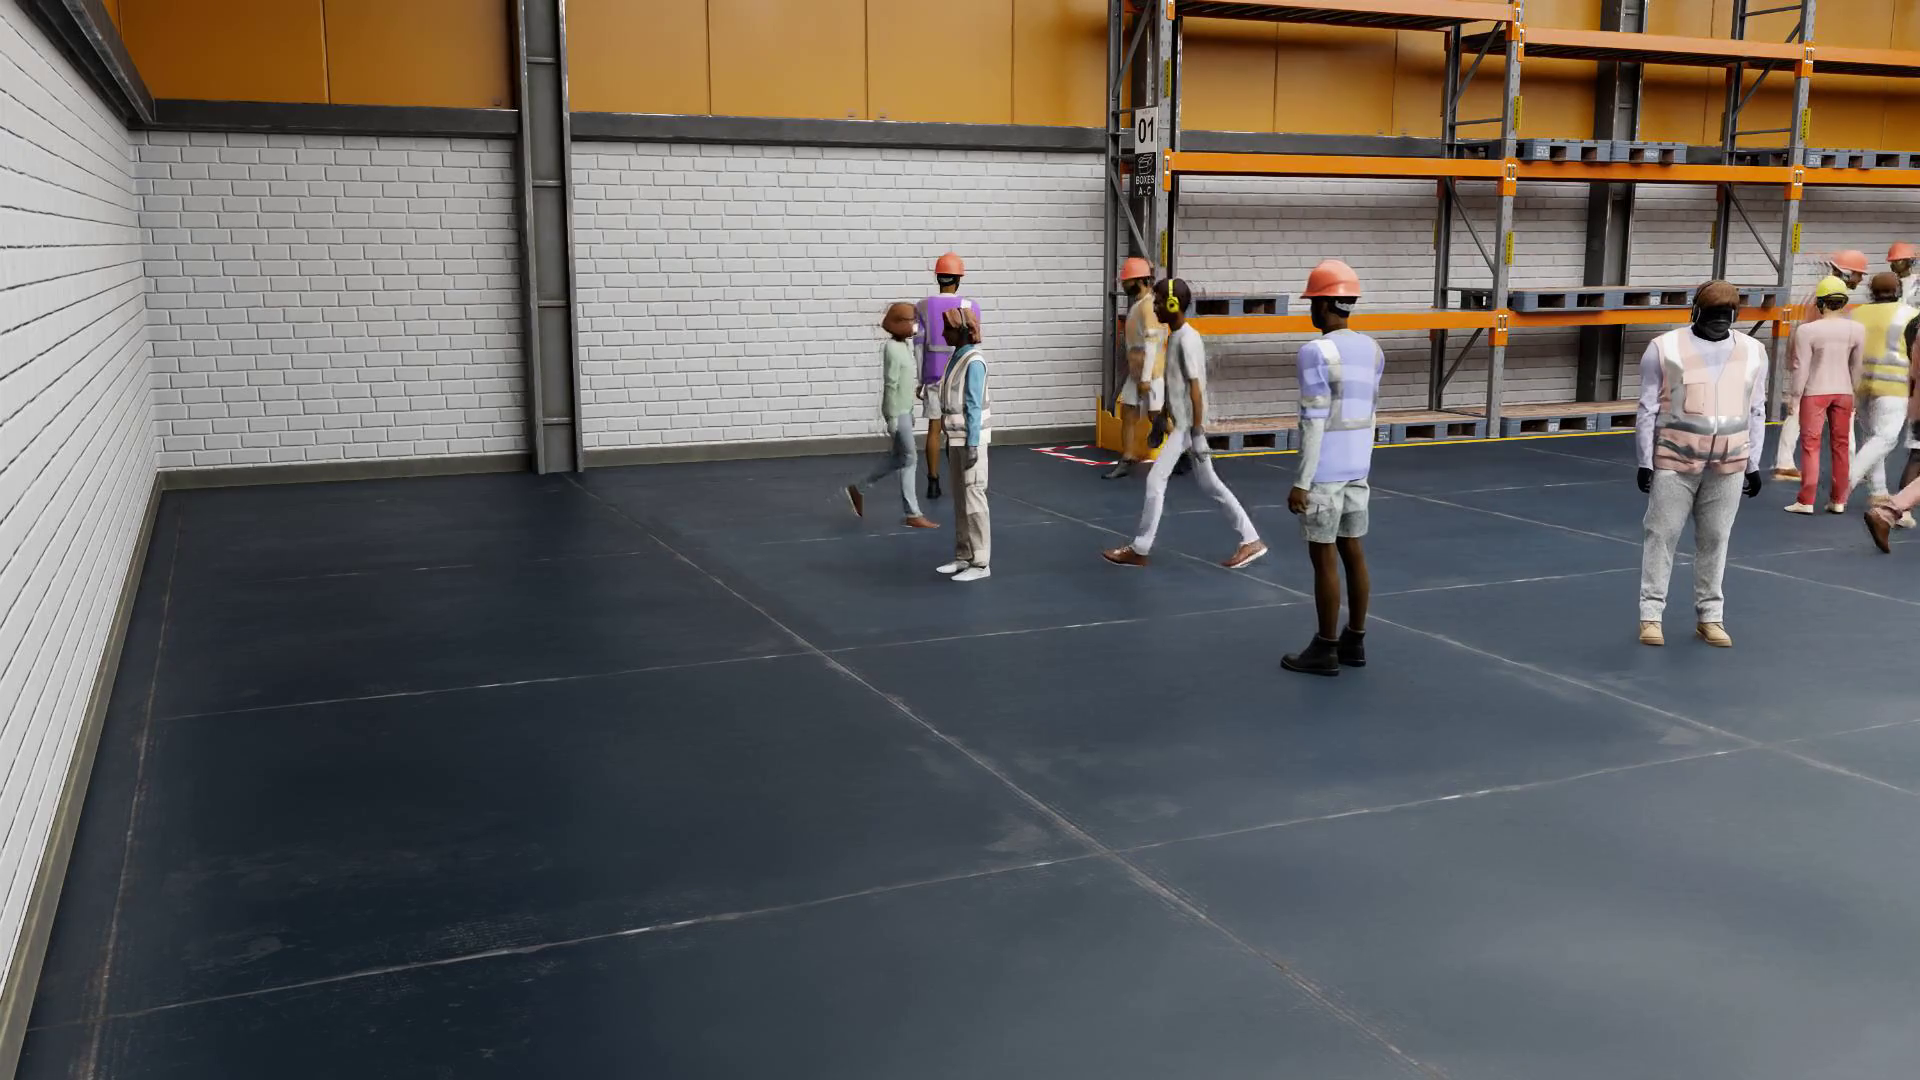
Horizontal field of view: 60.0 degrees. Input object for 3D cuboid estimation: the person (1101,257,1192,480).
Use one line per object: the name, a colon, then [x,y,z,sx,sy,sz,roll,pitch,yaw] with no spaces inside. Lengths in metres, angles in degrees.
person: [1.653,-1.460,14.215,0.890,1.905,0.546,-3,11,-17]

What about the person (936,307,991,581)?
person: [0.029,-0.574,9.996,0.313,1.635,0.515,-3,11,-19]

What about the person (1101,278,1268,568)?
person: [1.439,-0.706,10.291,0.999,1.815,0.504,2,10,11]

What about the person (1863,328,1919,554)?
person: [6.316,-0.820,10.693,0.836,1.881,0.653,1,10,7]

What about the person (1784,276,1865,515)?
person: [6.404,-1.062,12.337,0.523,1.769,0.323,0,10,-2]

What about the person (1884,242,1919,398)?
person: [10.234,-2.216,18.063,0.632,2.018,0.621,-5,11,-27]

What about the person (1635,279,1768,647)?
person: [3.706,-0.377,8.333,0.621,1.839,0.429,1,10,7]

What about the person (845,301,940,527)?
person: [-0.492,-0.889,11.814,0.651,1.618,0.503,1,10,8]

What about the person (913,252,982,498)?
person: [-0.091,-1.291,13.142,0.551,1.934,0.373,2,10,10]

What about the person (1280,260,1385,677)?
person: [1.725,-0.332,7.796,0.547,1.937,0.379,-9,13,-40]

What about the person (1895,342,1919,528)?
person: [6.964,-0.903,11.769,0.871,1.650,0.538,-7,12,-35]

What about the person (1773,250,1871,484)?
person: [7.338,-1.438,13.916,0.921,1.939,0.644,1,10,6]

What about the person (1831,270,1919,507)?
person: [6.870,-1.115,12.523,0.806,1.816,0.636,-5,11,-27]
